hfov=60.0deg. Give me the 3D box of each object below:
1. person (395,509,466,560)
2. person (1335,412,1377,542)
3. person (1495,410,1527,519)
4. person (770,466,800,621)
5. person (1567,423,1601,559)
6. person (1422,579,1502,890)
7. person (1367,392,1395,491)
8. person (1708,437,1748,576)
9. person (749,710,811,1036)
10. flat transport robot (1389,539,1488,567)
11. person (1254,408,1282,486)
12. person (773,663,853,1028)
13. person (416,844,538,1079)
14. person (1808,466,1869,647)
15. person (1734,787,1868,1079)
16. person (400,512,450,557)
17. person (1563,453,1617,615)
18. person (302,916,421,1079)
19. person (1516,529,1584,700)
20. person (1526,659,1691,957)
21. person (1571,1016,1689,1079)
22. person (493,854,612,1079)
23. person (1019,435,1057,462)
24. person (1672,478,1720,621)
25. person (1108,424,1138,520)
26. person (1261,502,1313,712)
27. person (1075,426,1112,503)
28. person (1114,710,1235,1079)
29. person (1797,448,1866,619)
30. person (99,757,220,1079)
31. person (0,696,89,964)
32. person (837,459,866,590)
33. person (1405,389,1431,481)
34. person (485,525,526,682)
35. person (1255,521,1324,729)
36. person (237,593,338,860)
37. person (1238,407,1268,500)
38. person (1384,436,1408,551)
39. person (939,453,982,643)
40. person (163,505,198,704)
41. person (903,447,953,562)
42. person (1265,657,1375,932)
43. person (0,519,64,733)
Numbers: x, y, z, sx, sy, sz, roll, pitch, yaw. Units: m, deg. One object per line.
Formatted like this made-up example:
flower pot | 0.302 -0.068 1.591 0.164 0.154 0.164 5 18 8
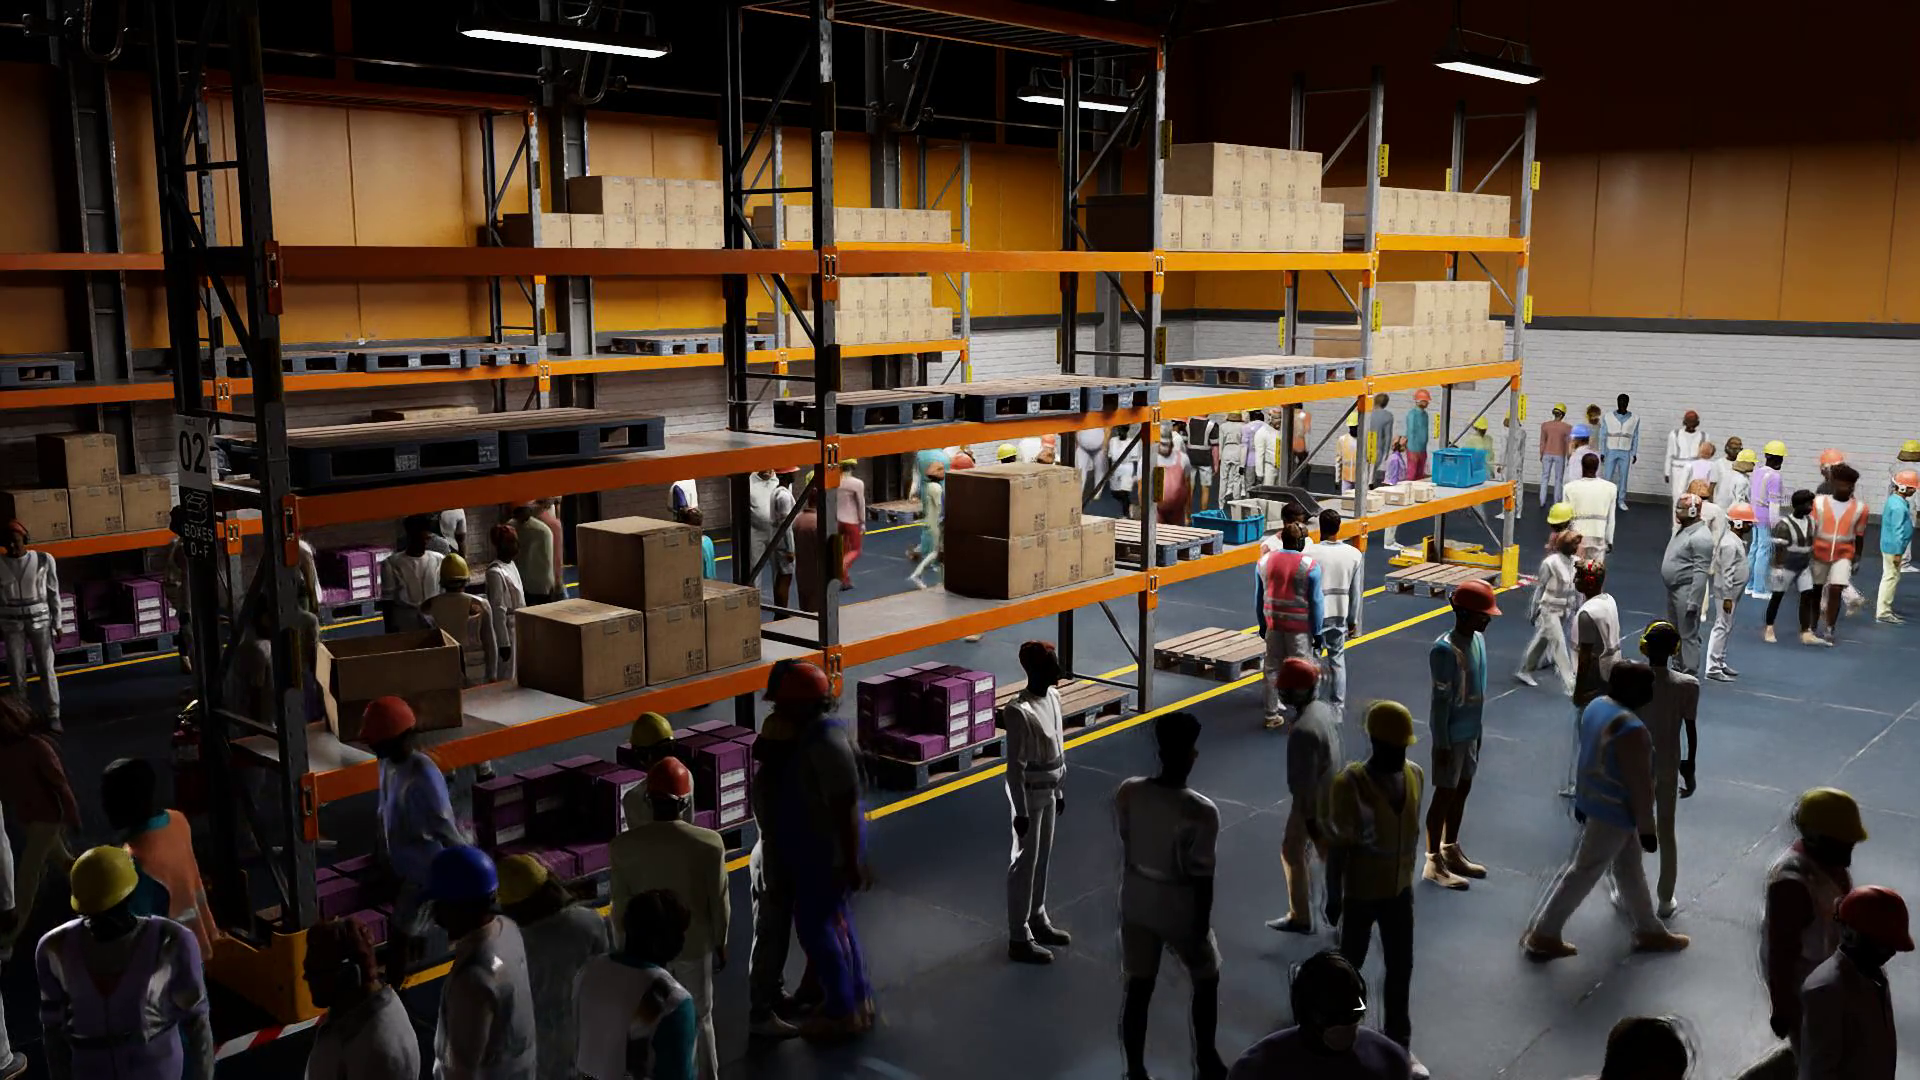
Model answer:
person | -5.341 0.244 16.826 0.681 2.000 0.535 -4 10 -21
person | 5.676 -0.889 23.941 0.593 1.922 0.384 6 11 34
person | 8.719 -1.200 26.333 0.483 1.745 0.300 -4 10 -22
person | -1.917 0.029 18.406 0.349 1.940 0.551 -3 10 -17
person | 8.235 -0.579 22.060 0.622 1.947 0.412 -8 13 -41
person | 3.284 1.253 10.857 0.406 2.031 0.612 8 12 40
person | 6.931 -1.538 27.866 0.658 1.904 0.524 6 11 32
person | 9.885 -0.422 21.425 0.517 1.836 0.397 -1 10 -7
person | -0.946 1.740 8.823 0.320 1.737 0.487 1 10 6
flat transport robot | 6.466 0.186 22.445 1.431 0.197 0.652 -9 13 -42
person | 4.699 -1.040 24.942 0.652 1.896 0.402 -7 12 -37
person | -0.778 1.617 8.806 0.409 1.985 0.627 -5 11 -29
person | -1.813 2.071 6.213 0.471 1.938 0.639 -1 10 -7
person | 9.366 0.139 17.858 0.632 1.921 0.954 5 11 26
person | 3.776 1.944 7.377 0.717 1.806 0.638 9 13 43
person | -5.005 0.533 15.801 0.521 1.796 0.949 4 10 21
person | 7.121 -0.029 18.871 0.590 1.910 0.395 2 10 9
person | -2.034 2.191 5.651 0.399 1.900 0.636 -5 11 -27
person | 5.607 0.672 15.618 0.520 1.575 0.929 -6 11 -31
person | 3.796 1.568 9.682 0.978 1.793 0.645 1 10 4
person | 1.933 2.315 4.961 0.677 1.883 0.742 4 10 24
person | -1.637 2.093 6.820 0.626 1.704 0.328 -5 11 -30
person | 1.160 -0.836 24.029 0.591 1.787 0.998 5 11 26
person | 8.314 0.115 18.834 0.506 1.626 0.278 1 10 7
person | 2.543 -1.027 25.508 0.555 1.671 0.573 8 12 40
person | 2.962 0.597 15.128 0.597 1.909 0.405 -6 11 -33
person | 2.233 -1.652 28.145 0.695 2.000 1.031 2 10 14
person | 1.055 1.766 8.073 0.606 1.926 0.778 8 12 38
person | 9.903 -0.045 18.770 0.628 1.976 0.715 -7 12 -35
person | -3.604 1.886 7.455 0.520 1.895 0.599 -3 10 -16
person | -5.463 1.658 9.816 0.505 1.557 0.929 5 11 26
person | -1.417 -0.212 20.446 0.559 1.738 0.537 6 11 34
person | 7.524 -1.491 27.330 0.397 1.991 0.624 9 13 42
person | -3.786 0.804 13.953 0.355 1.885 0.575 -1 10 -5
person | 2.863 0.752 14.395 0.632 1.839 0.429 8 12 40
person | -4.627 1.262 11.348 0.784 1.835 0.546 -5 11 -29
person | 4.587 -1.218 25.947 0.591 1.913 0.394 -7 12 -35
person | 6.140 -0.662 23.466 0.319 1.631 0.524 3 10 16
person | 0.028 0.085 17.779 0.615 2.038 0.395 5 11 30
person | -7.119 0.585 15.388 0.429 1.842 0.627 -2 10 -14
person | -0.396 -0.655 22.668 1.041 1.876 0.647 -7 12 -37
person | 2.199 1.549 10.038 0.663 1.709 0.578 5 11 27
person | -8.060 0.745 14.329 0.588 1.877 0.359 -5 11 -25
